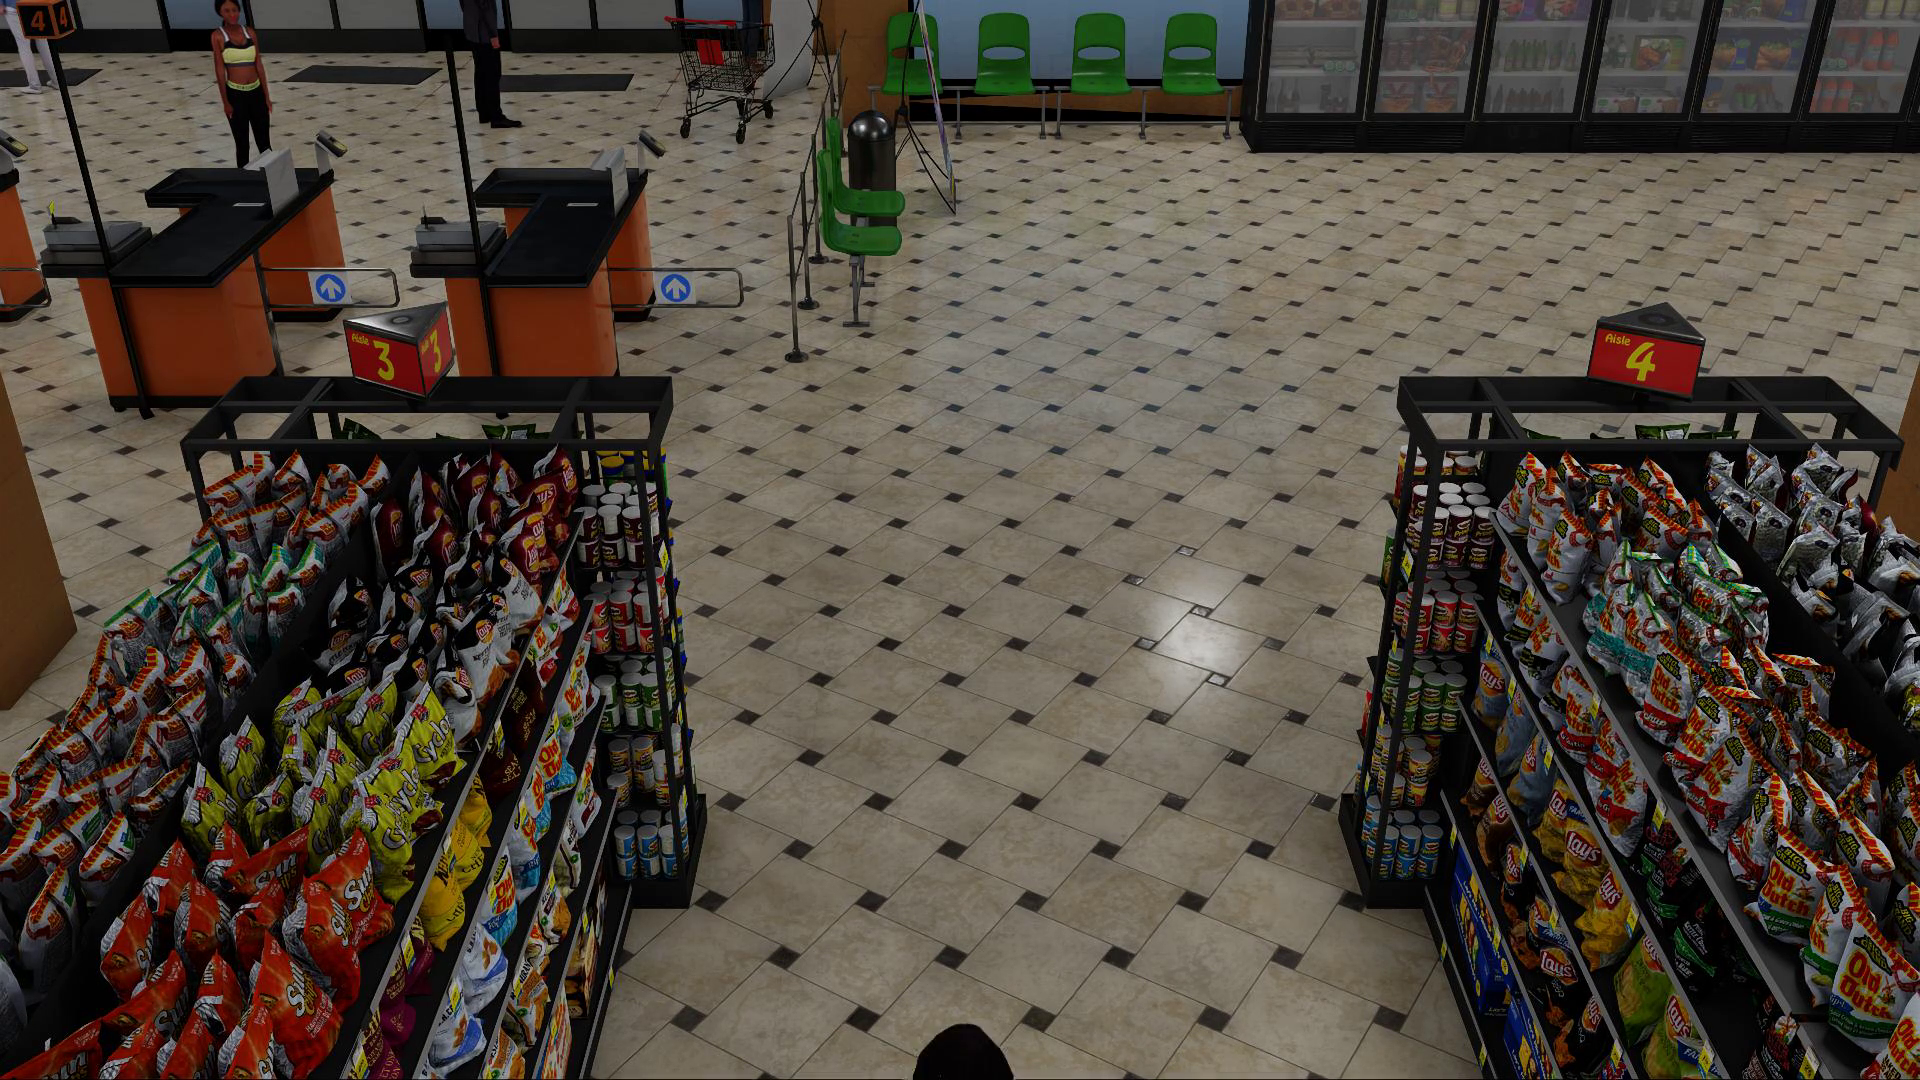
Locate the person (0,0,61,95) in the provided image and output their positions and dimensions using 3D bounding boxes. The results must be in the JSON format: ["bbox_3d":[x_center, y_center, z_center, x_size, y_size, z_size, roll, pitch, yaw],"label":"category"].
[{"bbox_3d":[-9.849,-5.655,17.436,0.803,1.887,0.693,16,33,27],"label":"person"}]

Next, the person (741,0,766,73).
[{"bbox_3d":[-2.314,-6.110,18.372,0.736,1.790,0.622,-15,32,-26],"label":"person"}]

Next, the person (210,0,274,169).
[{"bbox_3d":[-6.016,-3.698,13.990,0.638,1.755,0.693,-24,37,-37],"label":"person"}]

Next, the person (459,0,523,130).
[{"bbox_3d":[-4.664,-4.986,16.259,0.868,1.842,0.778,-21,35,-33],"label":"person"}]
